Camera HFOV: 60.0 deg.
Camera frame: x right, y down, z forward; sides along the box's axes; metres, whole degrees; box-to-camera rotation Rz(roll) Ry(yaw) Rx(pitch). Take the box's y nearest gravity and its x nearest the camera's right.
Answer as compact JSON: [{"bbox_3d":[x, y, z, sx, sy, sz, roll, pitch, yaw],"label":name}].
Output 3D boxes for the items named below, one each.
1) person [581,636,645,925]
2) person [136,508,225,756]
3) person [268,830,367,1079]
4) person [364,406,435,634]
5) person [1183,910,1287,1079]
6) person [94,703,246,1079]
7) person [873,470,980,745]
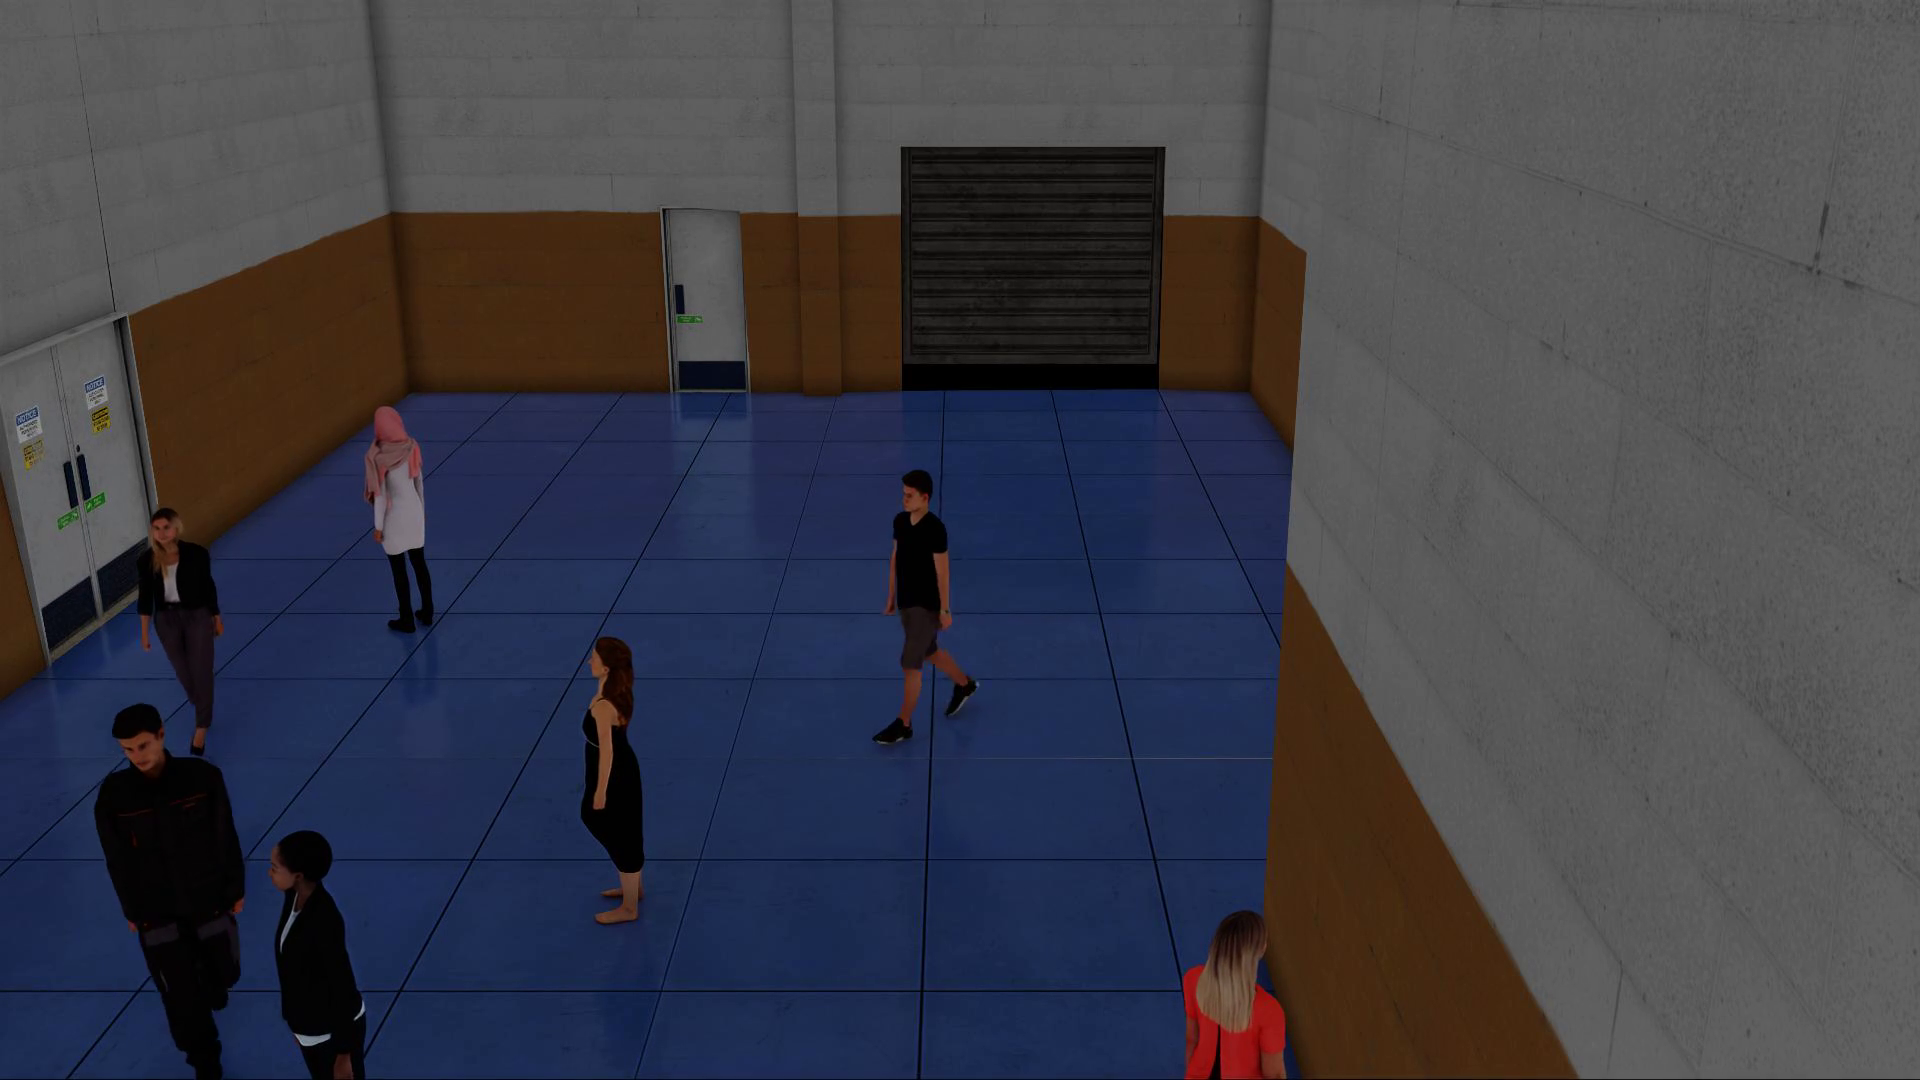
[{"bbox_3d":[-1.850,1.279,8.950,0.552,1.625,0.549,0,19,0],"label":"person"},{"bbox_3d":[-5.128,0.569,11.037,1.000,1.637,0.819,-4,19,-12],"label":"person"},{"bbox_3d":[-2.492,1.966,6.583,0.736,1.835,0.688,-16,24,-39],"label":"person"},{"bbox_3d":[-4.350,-0.165,12.952,0.780,1.803,0.739,14,23,36],"label":"person"},{"bbox_3d":[1.004,2.151,6.256,0.658,1.694,0.730,16,24,39],"label":"person"},{"bbox_3d":[-3.564,1.586,7.578,1.111,1.919,1.080,-11,22,-30],"label":"person"},{"bbox_3d":[-0.182,0.412,11.190,1.287,1.838,1.146,-14,23,-35],"label":"person"}]
